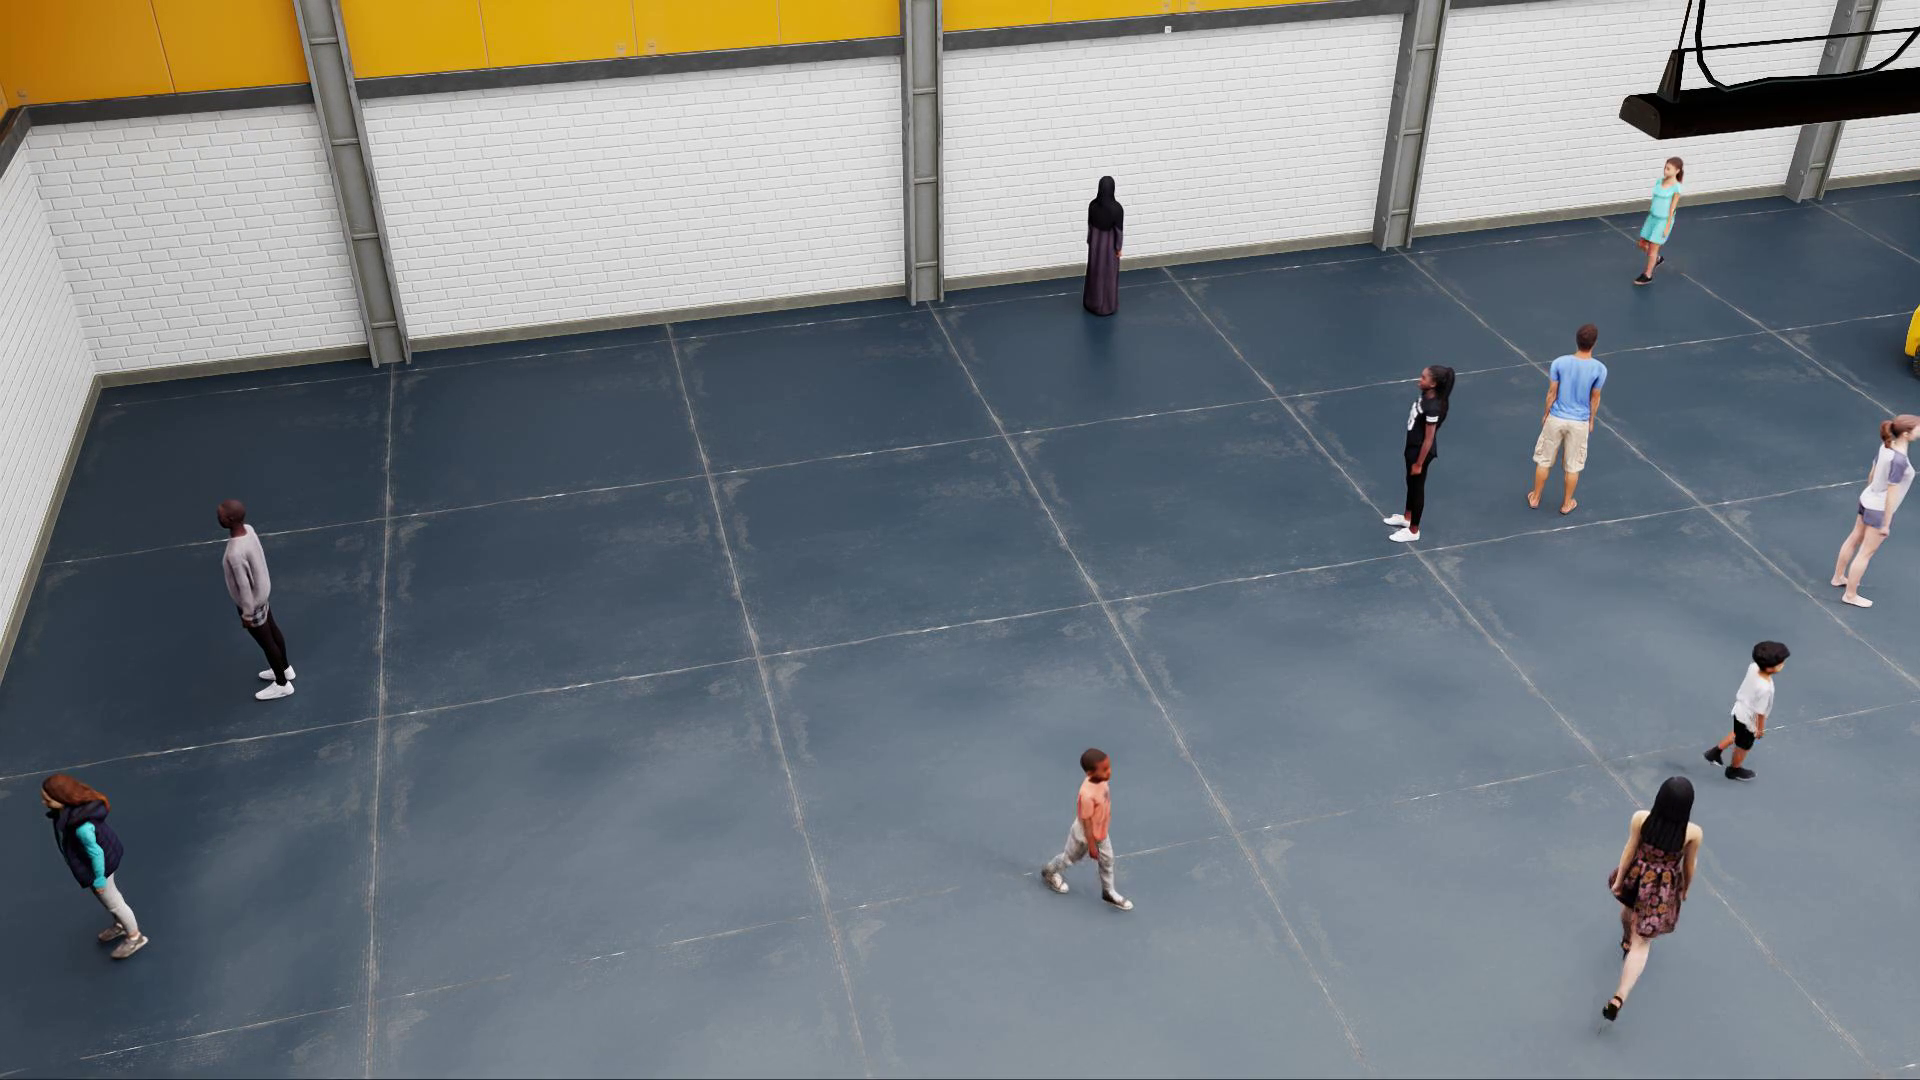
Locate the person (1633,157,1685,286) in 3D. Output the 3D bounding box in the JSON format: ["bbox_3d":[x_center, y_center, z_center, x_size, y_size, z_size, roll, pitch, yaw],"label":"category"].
[{"bbox_3d":[8.235,-3.735,19.432,0.717,1.550,0.592,-13,36,-19],"label":"person"}]

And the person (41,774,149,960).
[{"bbox_3d":[-5.590,2.077,10.733,0.706,1.500,0.675,-27,42,-34],"label":"person"}]

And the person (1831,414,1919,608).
[{"bbox_3d":[7.740,-0.283,14.042,0.678,1.767,0.667,4,34,6],"label":"person"}]

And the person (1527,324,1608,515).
[{"bbox_3d":[5.560,-1.102,15.185,0.713,1.865,0.802,13,36,19],"label":"person"}]

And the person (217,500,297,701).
[{"bbox_3d":[-5.481,0.446,12.941,0.539,1.772,0.620,-7,34,-10],"label":"person"}]

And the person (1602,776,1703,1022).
[{"bbox_3d":[4.252,2.224,10.298,1.142,1.736,1.170,16,37,23],"label":"person"}]

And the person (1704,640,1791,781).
[{"bbox_3d":[5.743,1.250,12.199,0.682,1.254,0.596,2,34,3],"label":"person"}]

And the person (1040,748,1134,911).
[{"bbox_3d":[0.808,1.918,11.158,0.908,1.294,0.873,20,38,27],"label":"person"}]

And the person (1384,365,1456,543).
[{"bbox_3d":[4.098,-0.789,14.838,0.685,1.729,0.683,2,34,3],"label":"person"}]

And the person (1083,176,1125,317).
[{"bbox_3d":[1.623,-3.337,18.776,0.720,1.613,0.777,19,38,26],"label":"person"}]
